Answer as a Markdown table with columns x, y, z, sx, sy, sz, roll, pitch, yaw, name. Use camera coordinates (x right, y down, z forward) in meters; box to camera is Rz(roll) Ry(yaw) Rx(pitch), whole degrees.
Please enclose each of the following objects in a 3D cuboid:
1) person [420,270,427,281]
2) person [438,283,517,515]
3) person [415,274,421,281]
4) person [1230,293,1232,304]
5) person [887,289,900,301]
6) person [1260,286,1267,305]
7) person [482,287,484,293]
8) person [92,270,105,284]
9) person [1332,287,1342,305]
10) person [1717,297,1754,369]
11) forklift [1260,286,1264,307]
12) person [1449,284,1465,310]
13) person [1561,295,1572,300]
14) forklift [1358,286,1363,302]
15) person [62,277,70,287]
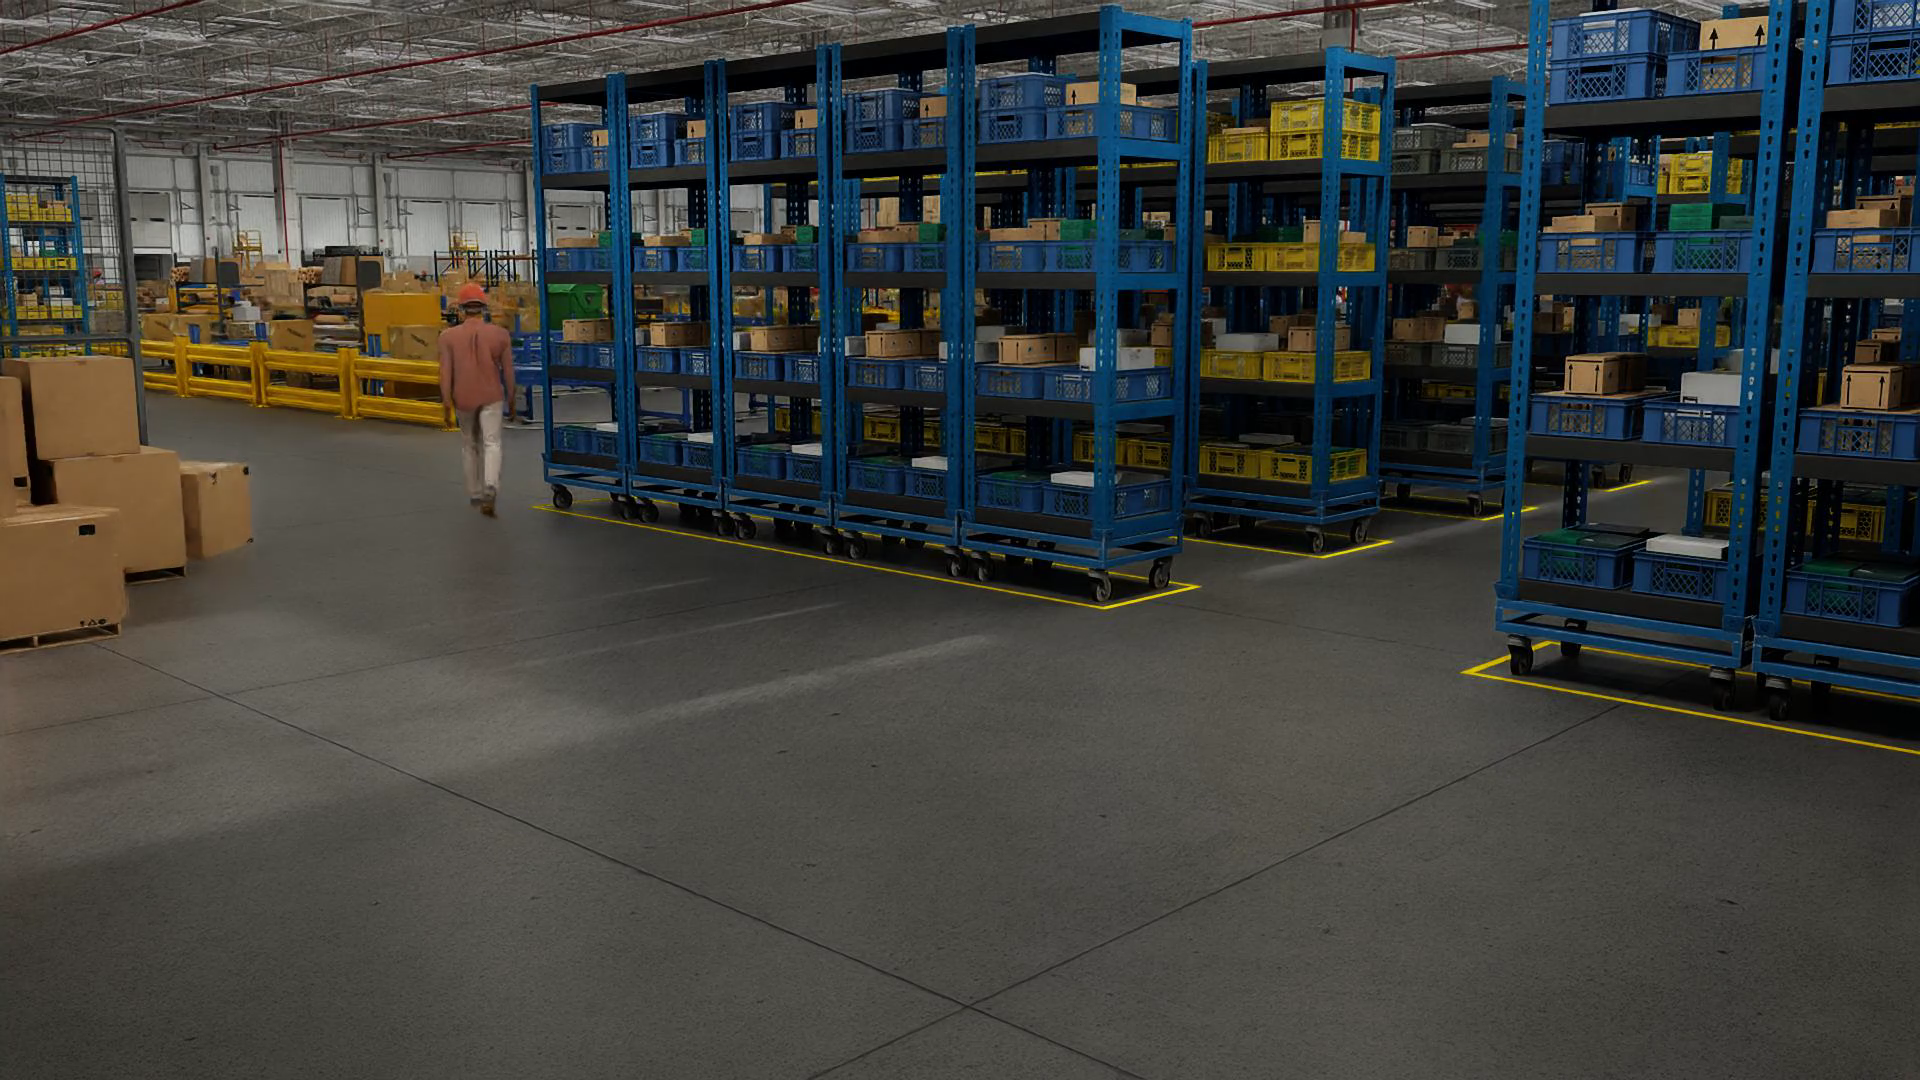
| x | y | z | sx | sy | sz | roll | pitch | yaw | name |
| --- | --- | --- | --- | --- | --- | --- | --- | --- | --- |
| -28.296 | -13.247 | 87.865 | 0.376 | 1.997 | 0.612 | -1 | 9 | -5 | person |
| -4.076 | -1.192 | 14.088 | 0.620 | 1.967 | 0.962 | -2 | 10 | -14 | person |
| -26.644 | -12.183 | 81.922 | 0.881 | 1.802 | 0.666 | 4 | 10 | 22 | person |
| 6.401 | -5.186 | 38.739 | 0.603 | 1.910 | 0.977 | 7 | 11 | 35 | person |
| -2.488 | -8.986 | 62.800 | 0.540 | 1.644 | 0.858 | 0 | 9 | -2 | person |
| 9.514 | -7.493 | 52.969 | 0.918 | 1.858 | 0.649 | 9 | 13 | 43 | person |
| -26.369 | -13.776 | 91.507 | 0.586 | 1.869 | 0.681 | 6 | 11 | 33 | person |
| -31.607 | -8.893 | 61.034 | 0.607 | 2.044 | 0.376 | 7 | 11 | 36 | person |
| 9.396 | -5.592 | 41.850 | 0.318 | 1.697 | 0.535 | -4 | 10 | -22 | person |
| 8.611 | -1.854 | 18.628 | 0.841 | 1.781 | 0.719 | 3 | 10 | 19 | person |
| 9.285 | -8.035 | 53.209 | 1.129 | 2.768 | 1.873 | 3 | 10 | 19 | forklift |
| 9.208 | -3.867 | 30.818 | 0.372 | 1.843 | 0.570 | 4 | 10 | 21 | person |
| 12.525 | -4.435 | 34.337 | 0.600 | 1.832 | 0.404 | -7 | 12 | -38 | person |
| 11.100 | -7.017 | 46.970 | 1.873 | 2.768 | 1.129 | 9 | 13 | 43 | forklift |
| -36.251 | -9.858 | 67.547 | 0.527 | 1.855 | 0.415 | 5 | 11 | 29 | person |
